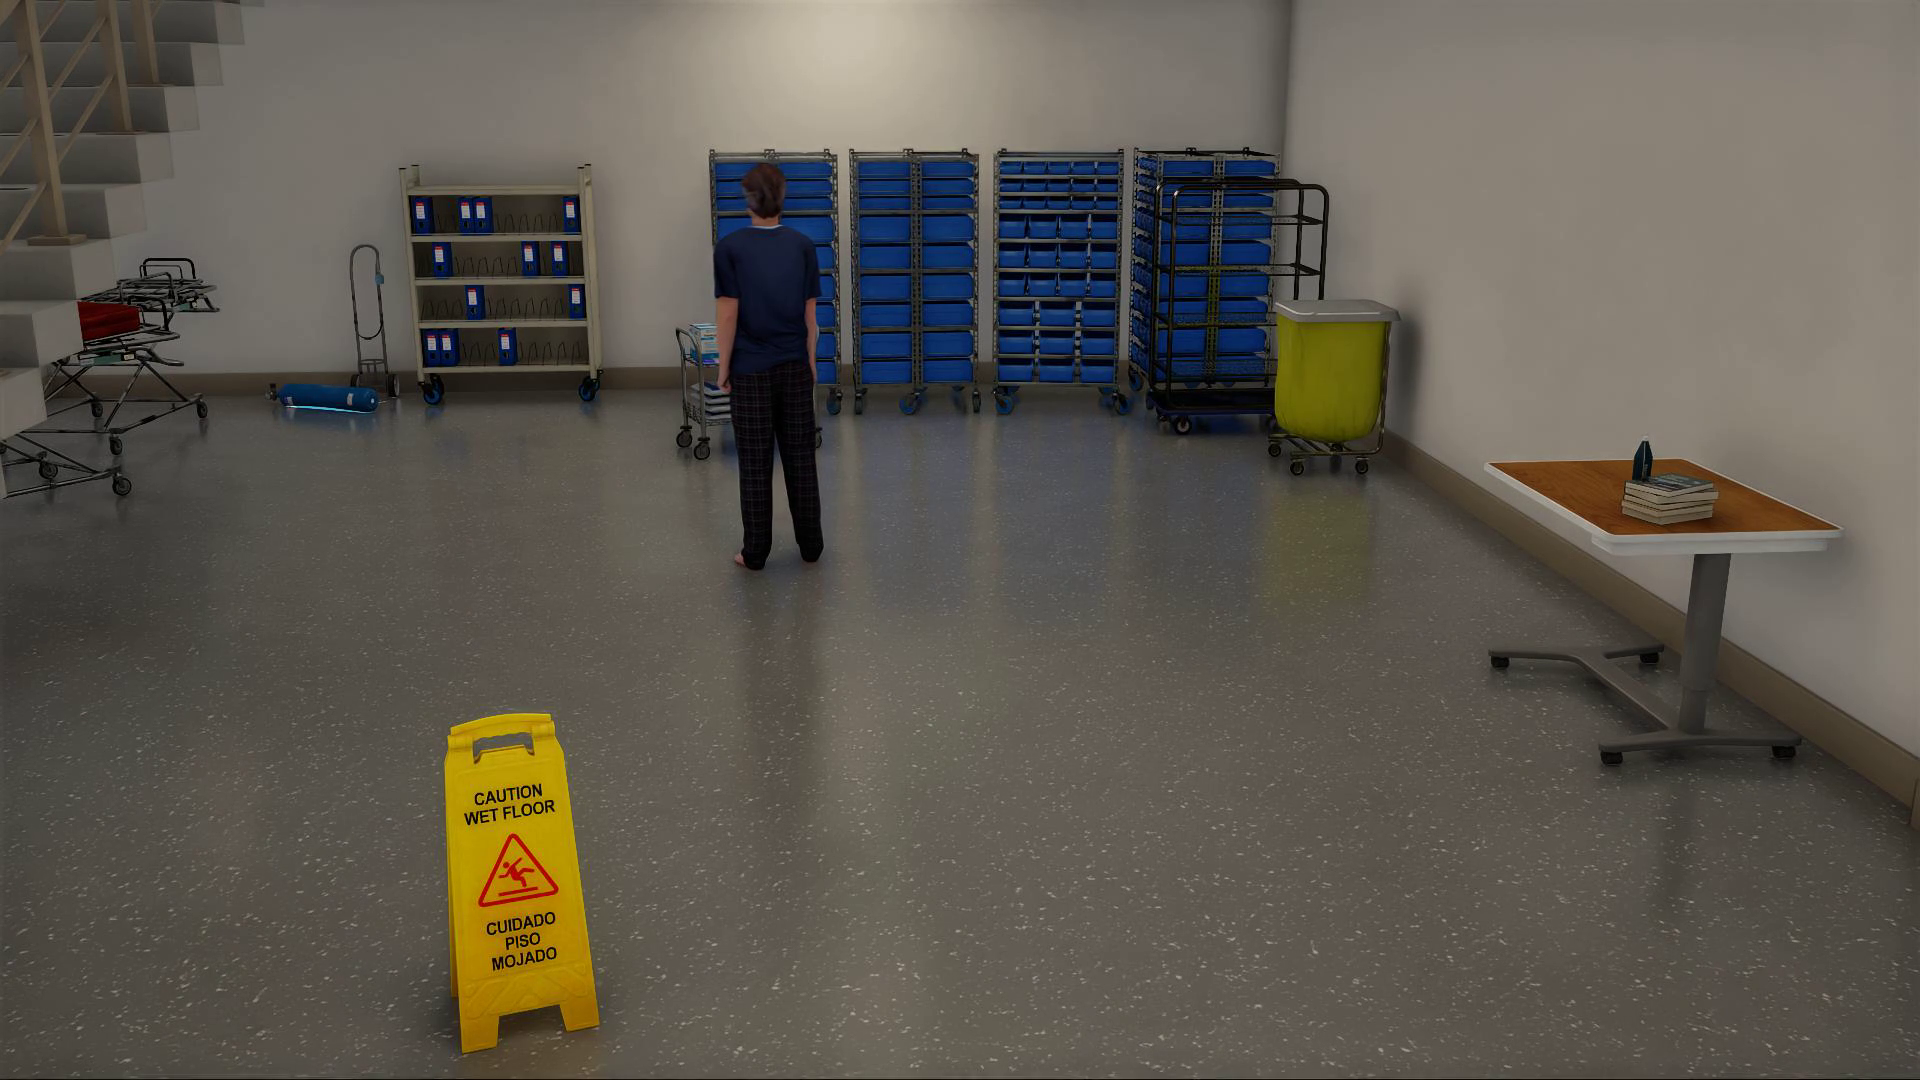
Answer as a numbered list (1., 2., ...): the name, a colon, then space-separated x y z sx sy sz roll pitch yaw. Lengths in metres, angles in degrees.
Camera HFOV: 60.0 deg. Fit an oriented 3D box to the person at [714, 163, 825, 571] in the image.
1. person: -0.875 -0.795 7.726 0.715 1.870 0.648 -6 17 -20
